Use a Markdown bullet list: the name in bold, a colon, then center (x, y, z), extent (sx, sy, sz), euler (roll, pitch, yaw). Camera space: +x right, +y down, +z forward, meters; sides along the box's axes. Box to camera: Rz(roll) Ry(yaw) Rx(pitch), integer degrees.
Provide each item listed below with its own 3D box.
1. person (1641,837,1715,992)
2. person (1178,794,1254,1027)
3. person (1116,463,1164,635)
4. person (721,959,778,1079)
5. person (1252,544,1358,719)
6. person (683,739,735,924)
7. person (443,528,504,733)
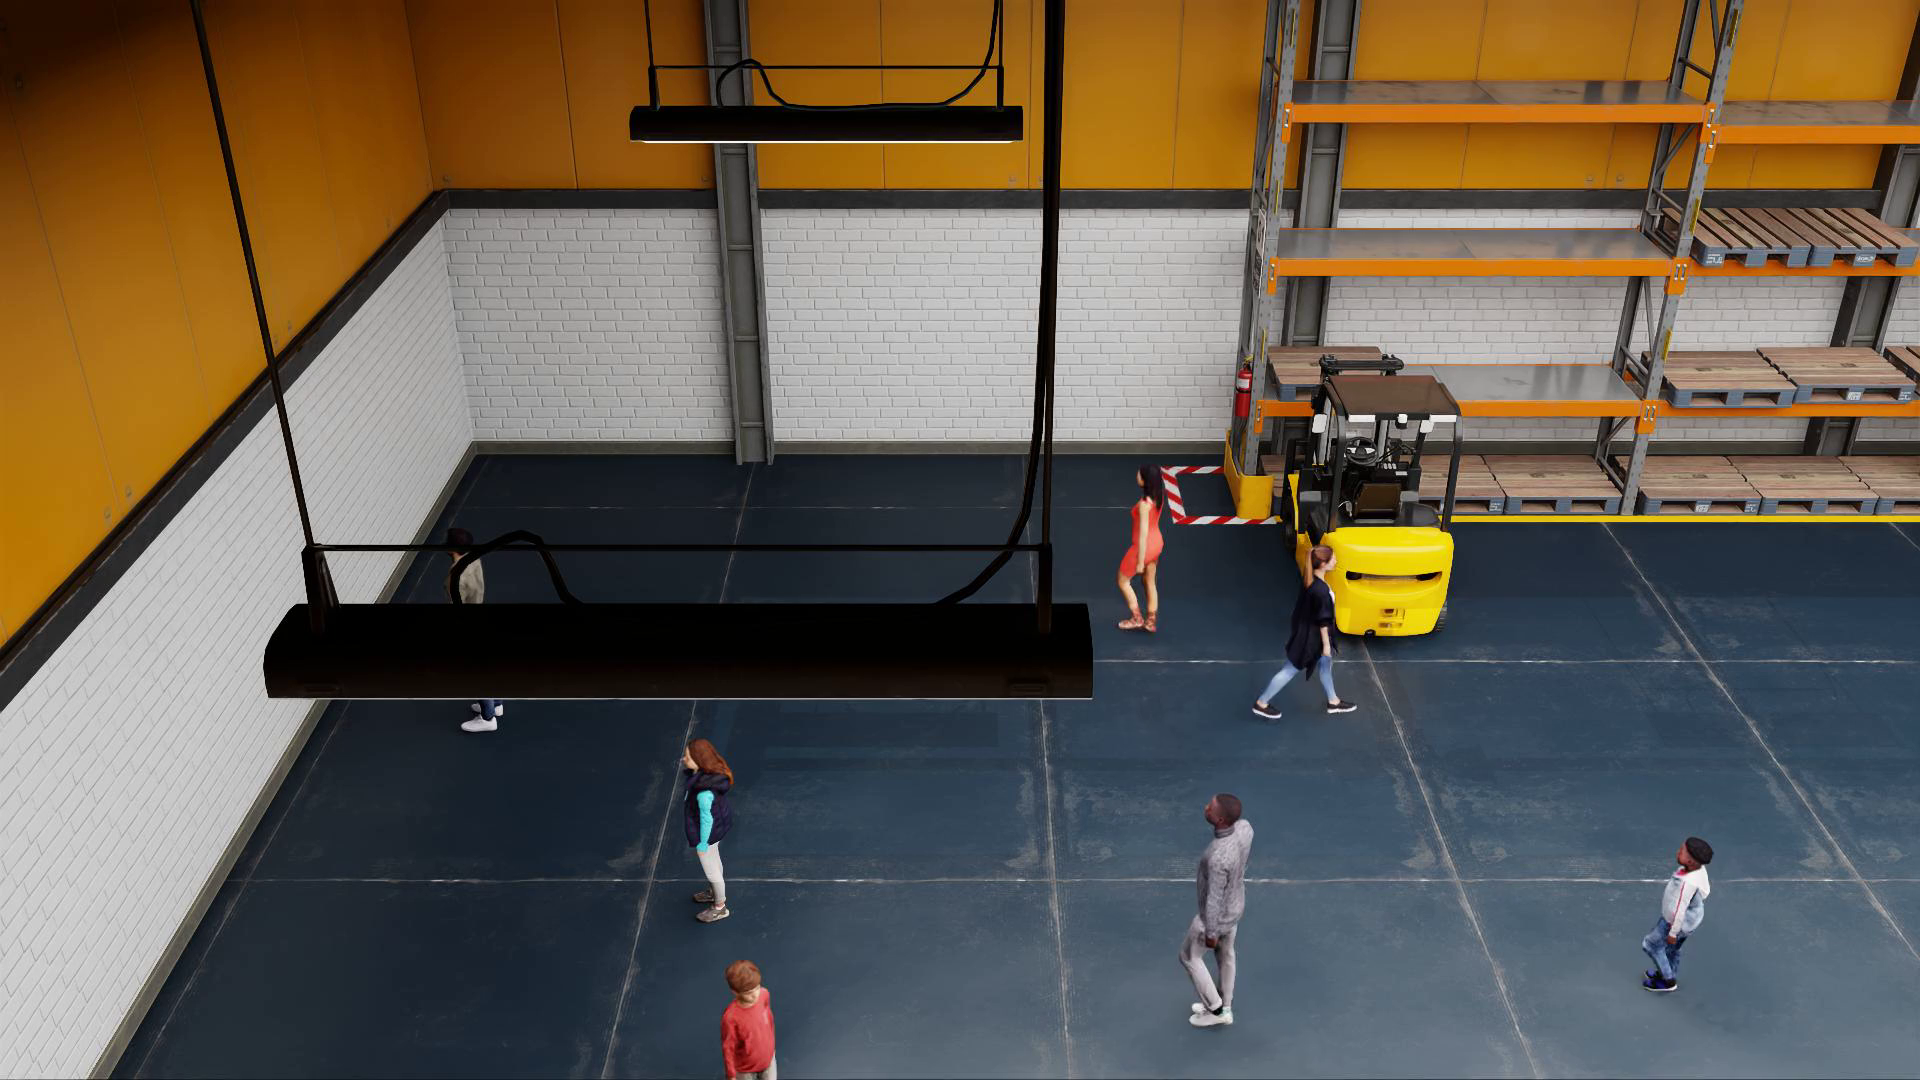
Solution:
- **person**: center (4.835, 2.529, 11.052), extent (0.655, 1.249, 0.601), euler (21, 35, 33)
- **person**: center (1.742, 2.415, 10.657), extent (0.808, 1.827, 0.789), euler (17, 33, 29)
- **person**: center (1.747, 0.120, 14.990), extent (0.746, 1.706, 0.728), euler (14, 32, 24)
- **person**: center (-1.282, 3.050, 9.931), extent (0.845, 1.406, 0.774), euler (23, 36, 36)
- **person**: center (2.815, 0.810, 13.801), extent (1.100, 1.633, 0.625), euler (0, 29, 0)
- **person**: center (-1.784, 2.021, 11.720), extent (0.637, 1.501, 0.617), euler (-6, 29, -10)
- **person**: center (-4.006, 0.729, 13.708), extent (0.596, 1.865, 0.712), euler (2, 29, 4)
